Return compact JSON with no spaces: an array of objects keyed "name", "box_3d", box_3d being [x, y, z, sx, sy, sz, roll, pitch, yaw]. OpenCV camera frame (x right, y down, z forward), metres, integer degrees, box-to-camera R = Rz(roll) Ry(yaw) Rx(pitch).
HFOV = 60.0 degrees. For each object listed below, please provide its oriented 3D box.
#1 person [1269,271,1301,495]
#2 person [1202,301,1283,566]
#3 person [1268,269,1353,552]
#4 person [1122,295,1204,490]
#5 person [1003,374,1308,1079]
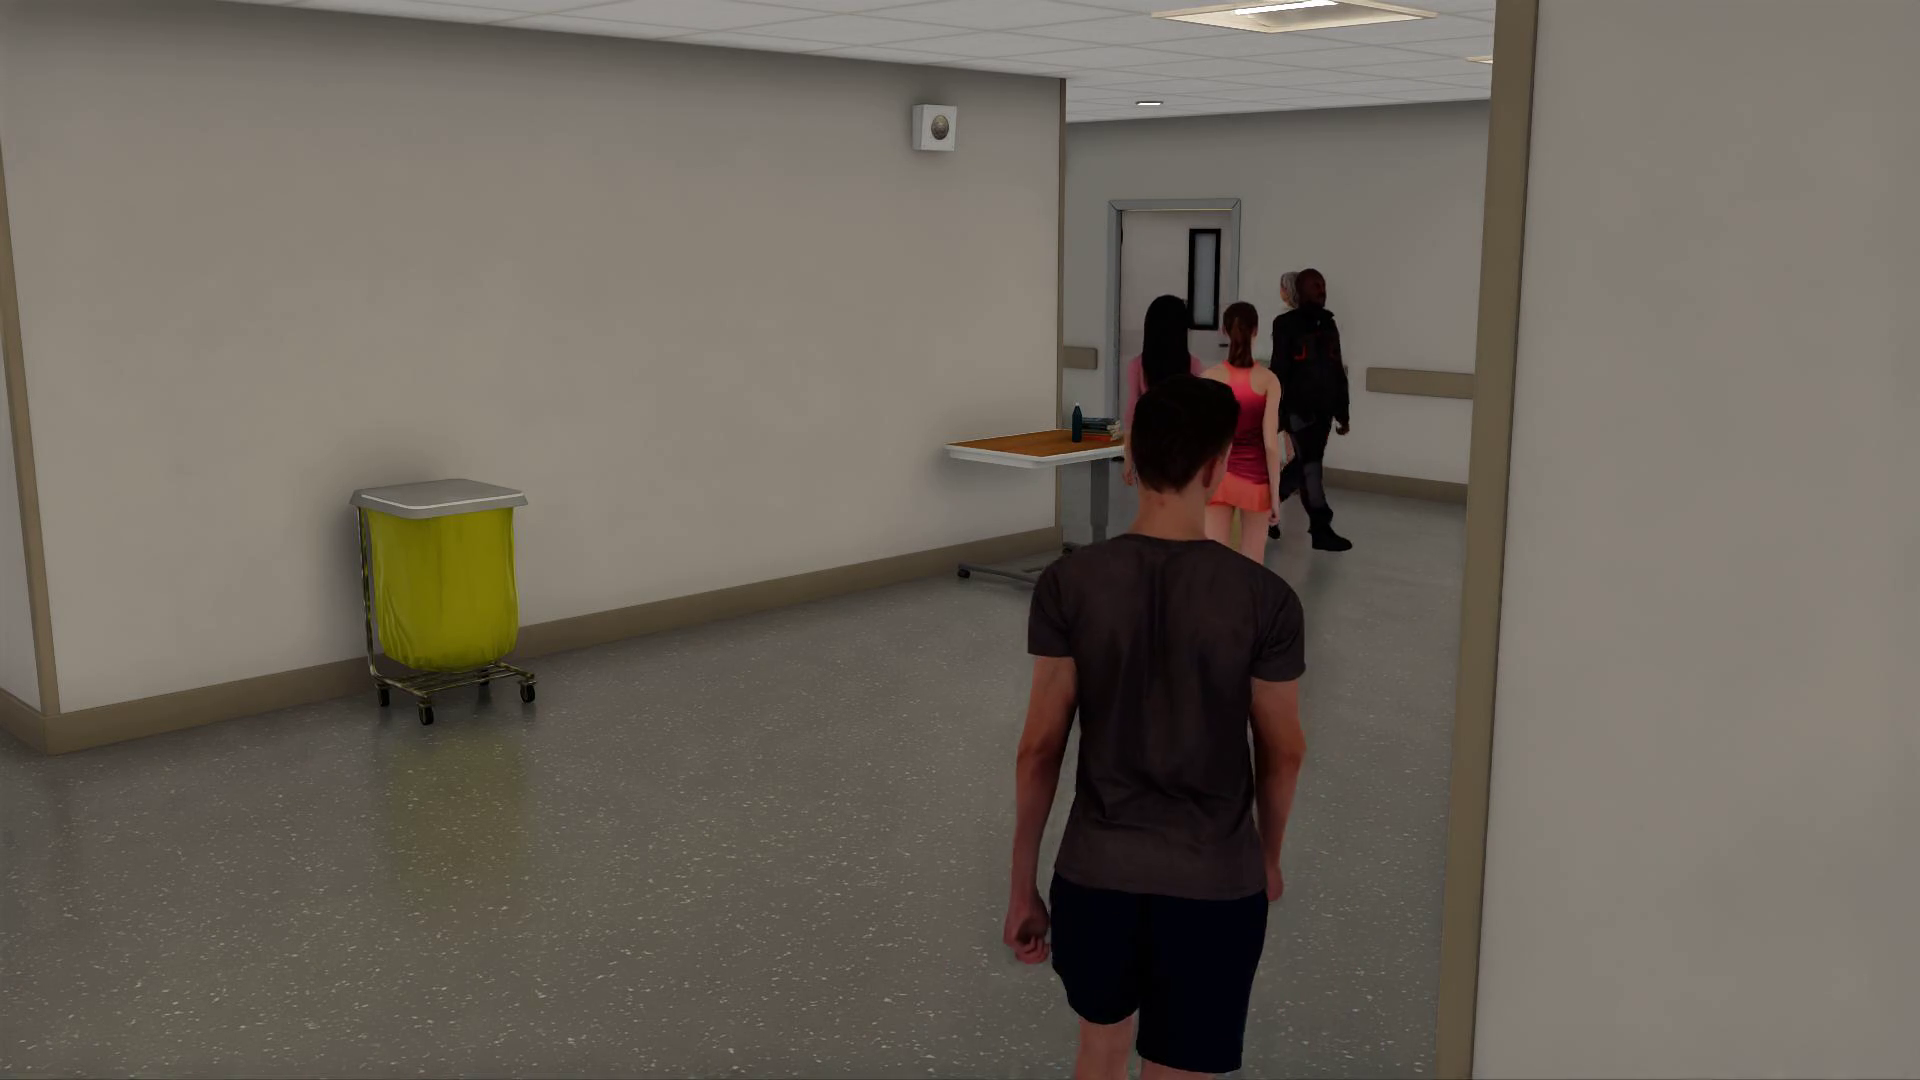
[{"name":"person","box_3d":[2.627,-1.243,13.122,0.554,1.734,0.603,9,14,41]},{"name":"person","box_3d":[1.266,-0.204,7.693,1.119,1.718,1.033,2,11,12]},{"name":"person","box_3d":[2.205,-0.860,10.885,0.855,1.816,1.264,-7,13,-34]},{"name":"person","box_3d":[1.072,-0.393,8.736,1.145,1.700,1.106,2,11,9]},{"name":"person","box_3d":[0.325,0.664,2.862,1.131,1.814,1.066,3,11,15]}]
